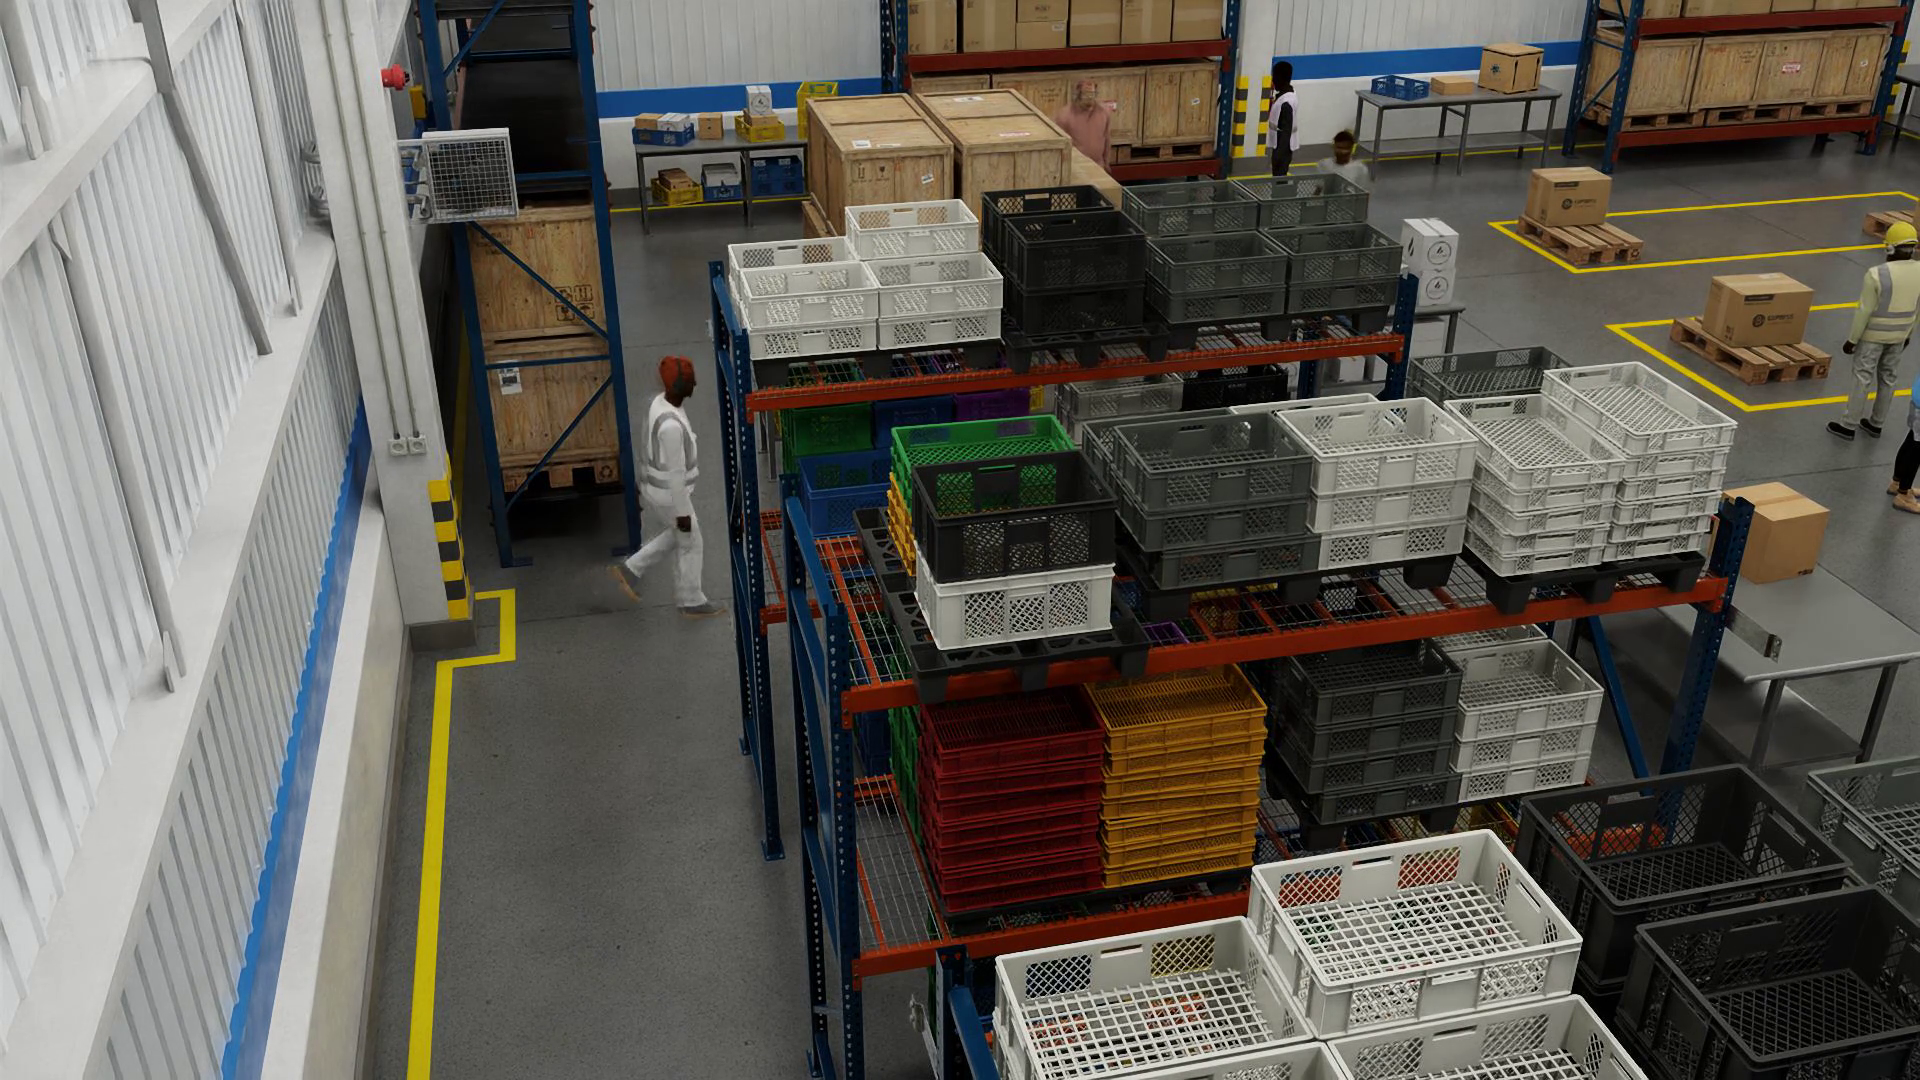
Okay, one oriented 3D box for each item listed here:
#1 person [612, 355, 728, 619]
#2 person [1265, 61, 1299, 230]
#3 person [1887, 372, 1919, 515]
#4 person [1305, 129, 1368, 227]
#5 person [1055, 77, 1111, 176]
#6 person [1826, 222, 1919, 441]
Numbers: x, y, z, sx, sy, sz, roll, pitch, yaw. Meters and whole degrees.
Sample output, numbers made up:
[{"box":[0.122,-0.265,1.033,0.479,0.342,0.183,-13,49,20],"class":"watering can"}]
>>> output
[{"box":[-1.961,-0.324,10.942,0.661,1.861,0.610,-6,28,-10],"class":"person"},{"box":[3.584,-4.365,18.551,0.391,1.913,0.587,4,28,7],"class":"person"},{"box":[7.303,-1.036,12.462,0.318,1.697,0.536,10,29,18],"class":"person"},{"box":[3.717,-3.161,16.368,0.518,1.828,0.974,17,32,29],"class":"person"},{"box":[1.339,-4.034,17.933,0.652,1.905,0.402,-10,29,-19],"class":"person"},{"box":[7.513,-1.693,13.578,0.589,1.822,0.404,-4,28,-7],"class":"person"}]
